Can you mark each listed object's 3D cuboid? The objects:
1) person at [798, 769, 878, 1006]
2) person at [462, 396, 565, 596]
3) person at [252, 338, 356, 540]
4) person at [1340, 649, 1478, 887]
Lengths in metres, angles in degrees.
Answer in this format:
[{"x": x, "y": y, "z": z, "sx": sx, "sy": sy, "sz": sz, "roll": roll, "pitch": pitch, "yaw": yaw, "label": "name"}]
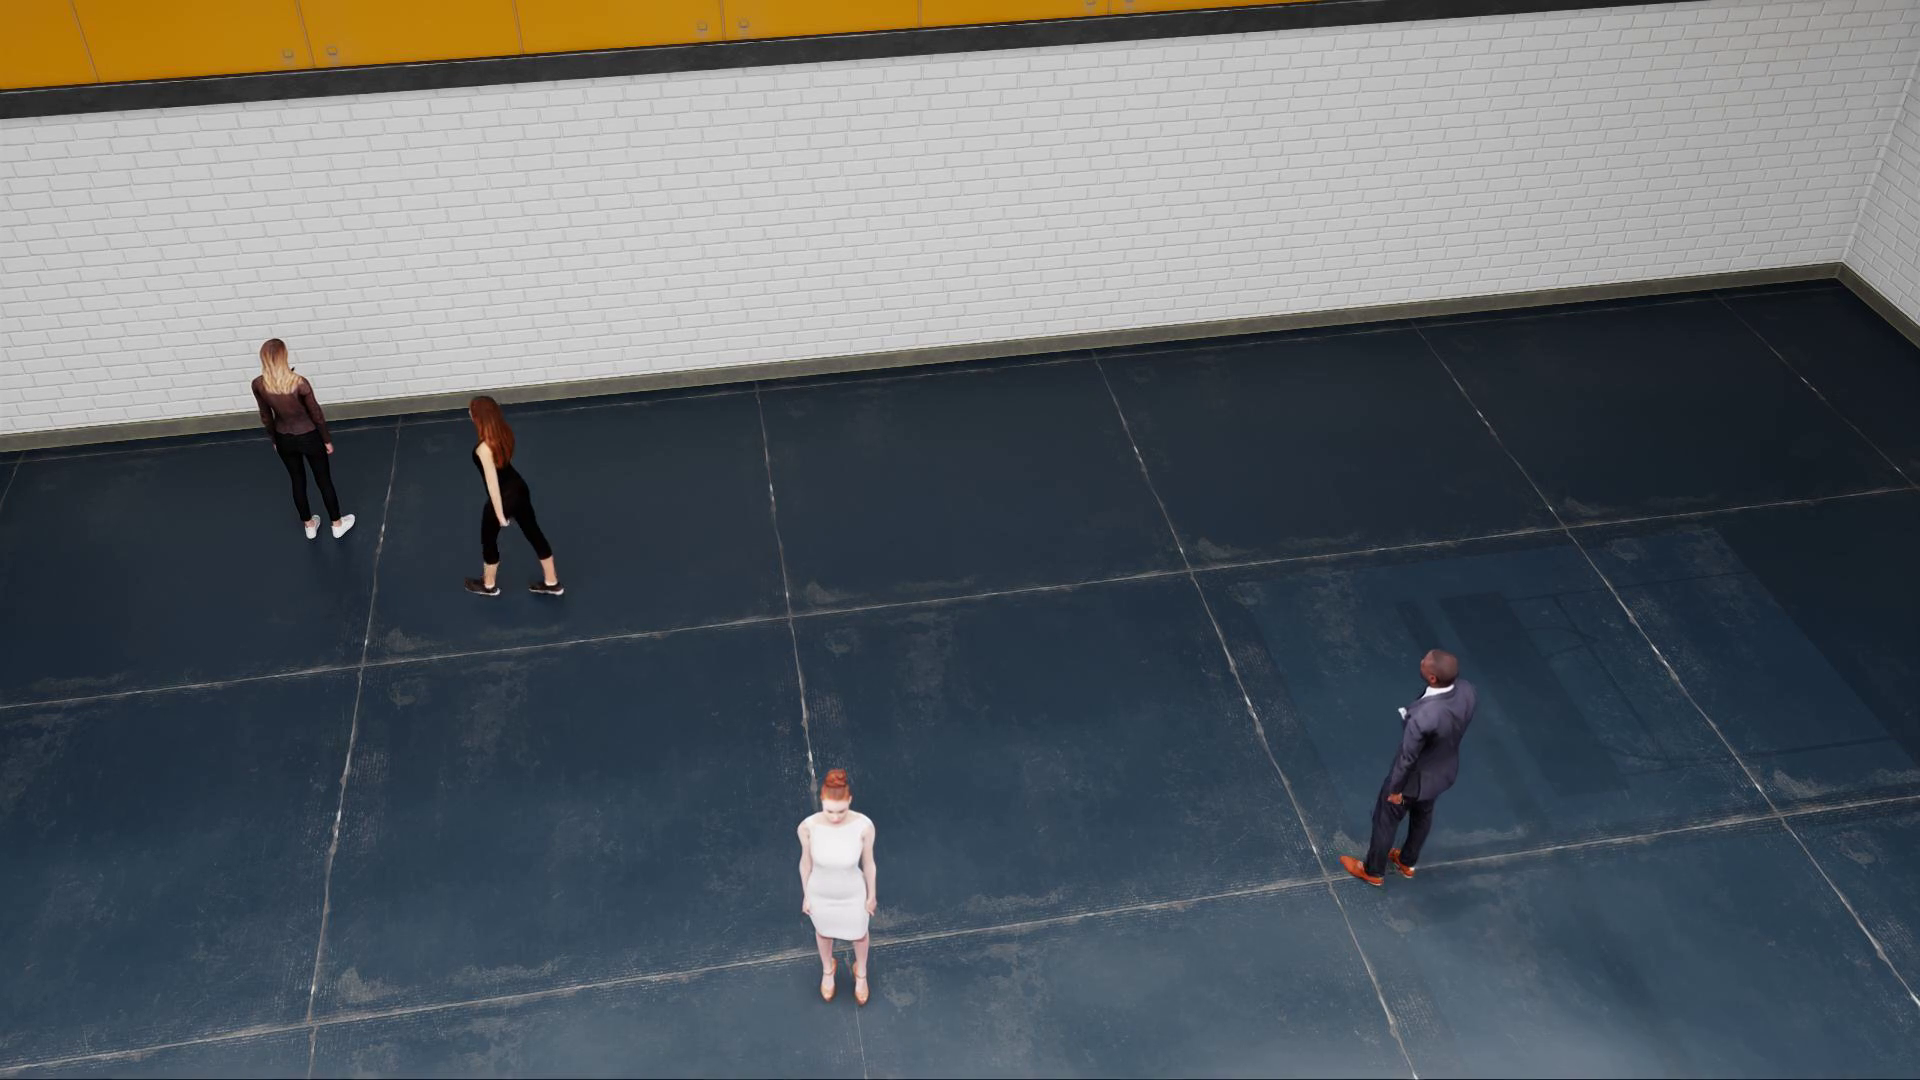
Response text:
[{"x": -0.647, "y": 1.884, "z": 8.945, "sx": 0.590, "sy": 1.788, "sz": 0.544, "roll": 1, "pitch": 39, "yaw": 1, "label": "person"}, {"x": -3.106, "y": -0.272, "z": 11.714, "sx": 0.892, "sy": 1.702, "sz": 0.972, "roll": 11, "pitch": 40, "yaw": 13, "label": "person"}, {"x": -4.885, "y": -0.734, "z": 12.290, "sx": 0.643, "sy": 1.704, "sz": 0.572, "roll": 1, "pitch": 39, "yaw": 1, "label": "person"}, {"x": 2.703, "y": 1.352, "z": 9.588, "sx": 0.833, "sy": 1.818, "sz": 0.847, "roll": -24, "pitch": 45, "yaw": -27, "label": "person"}]
